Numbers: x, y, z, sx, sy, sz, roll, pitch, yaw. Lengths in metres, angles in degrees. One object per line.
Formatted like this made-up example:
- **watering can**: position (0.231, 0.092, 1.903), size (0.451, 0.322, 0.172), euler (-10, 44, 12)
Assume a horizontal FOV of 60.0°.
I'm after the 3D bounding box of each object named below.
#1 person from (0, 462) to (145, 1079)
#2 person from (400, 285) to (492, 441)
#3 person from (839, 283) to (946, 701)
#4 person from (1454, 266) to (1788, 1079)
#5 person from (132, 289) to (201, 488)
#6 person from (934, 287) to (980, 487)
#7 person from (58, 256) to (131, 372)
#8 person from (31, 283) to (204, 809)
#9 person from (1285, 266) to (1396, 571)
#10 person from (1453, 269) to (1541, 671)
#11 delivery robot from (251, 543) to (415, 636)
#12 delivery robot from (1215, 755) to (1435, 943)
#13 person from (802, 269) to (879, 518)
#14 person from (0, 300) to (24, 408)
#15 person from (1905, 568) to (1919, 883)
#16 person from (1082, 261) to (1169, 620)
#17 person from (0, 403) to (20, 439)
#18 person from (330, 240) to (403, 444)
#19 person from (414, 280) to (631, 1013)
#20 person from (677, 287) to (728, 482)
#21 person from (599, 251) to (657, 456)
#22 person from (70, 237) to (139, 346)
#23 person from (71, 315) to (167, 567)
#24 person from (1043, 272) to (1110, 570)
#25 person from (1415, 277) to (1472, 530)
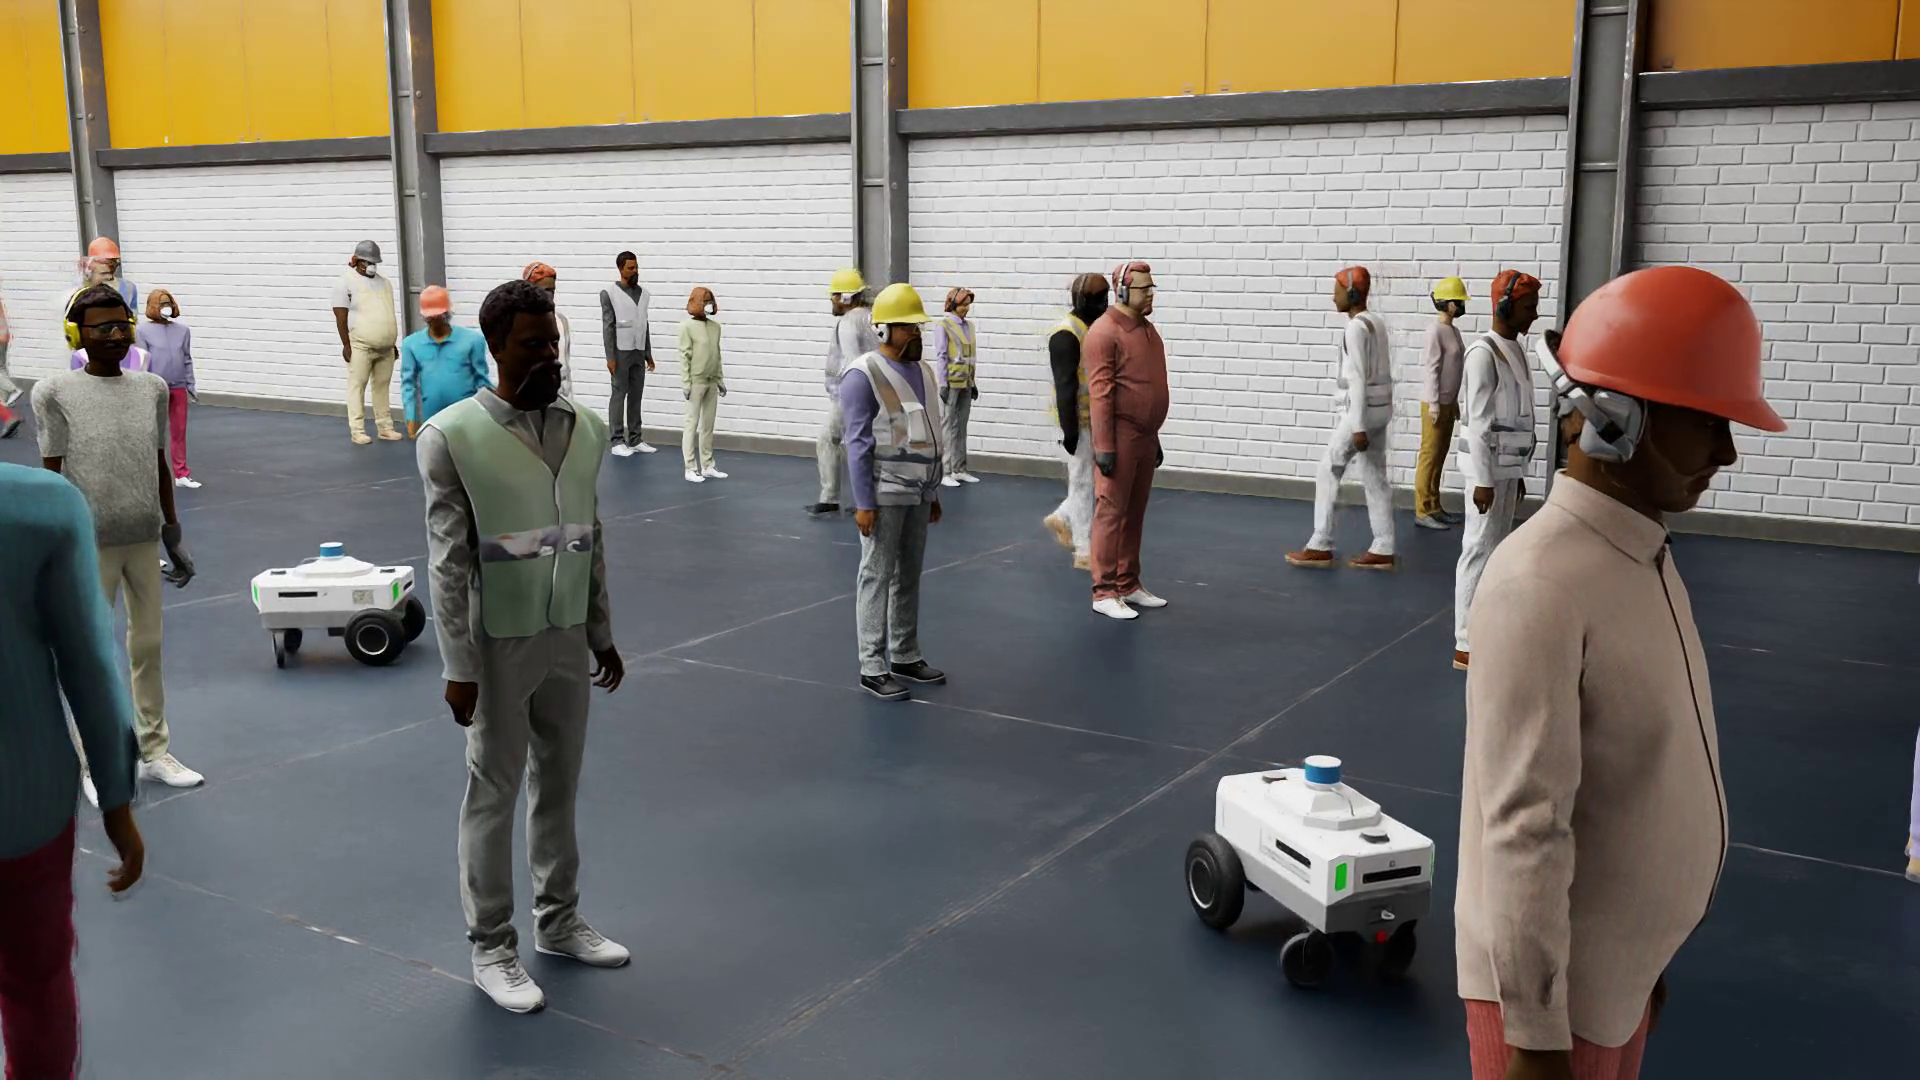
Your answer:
- **person**: position (-1.949, 0.493, 3.178), size (0.640, 1.934, 1.031), euler (-7, 12, -35)
- **person**: position (-3.443, -0.837, 11.133), size (0.574, 1.719, 0.725), euler (-1, 10, -3)
- **person**: position (-0.271, -0.219, 7.423), size (0.403, 1.833, 0.586), euler (6, 12, 32)
- **person**: position (0.900, 0.613, 2.384), size (0.388, 1.987, 0.608), euler (6, 12, 32)
- **person**: position (-6.422, -1.211, 13.470), size (0.283, 1.633, 0.497), euler (6, 12, 32)
- **person**: position (-0.030, -1.266, 13.758), size (0.308, 1.640, 0.511), euler (6, 12, 32)
- **person**: position (-7.577, -1.554, 14.693), size (0.412, 1.884, 0.646), euler (2, 10, 10)
- **person**: position (-3.030, 0.019, 6.000), size (0.329, 1.872, 0.510), euler (6, 12, 32)
- **person**: position (2.371, -0.743, 10.249), size (0.791, 1.854, 0.595), euler (6, 12, 30)
- **person**: position (2.528, -0.317, 7.817), size (0.356, 1.887, 0.573), euler (6, 12, 32)
- **delivery robot**: position (-3.035, 0.256, 8.069), size (0.707, 0.478, 0.477), euler (-1, 10, -4)
- **delivery robot**: position (1.026, 0.858, 4.733), size (0.477, 0.478, 0.707), euler (-4, 11, -20)
- **person**: position (-0.879, -1.048, 12.062), size (0.691, 1.808, 0.627), euler (2, 11, 13)
- **person**: position (-11.569, -2.375, 19.941), size (0.376, 1.626, 0.509), euler (-3, 11, -17)
- **person**: position (3.190, 0.177, 5.194), size (0.346, 1.846, 0.505), euler (6, 12, 32)
- **person**: position (0.926, -0.541, 9.001), size (0.409, 1.909, 0.639), euler (6, 12, 32)
- **person**: position (-10.037, -1.849, 16.753), size (0.859, 1.735, 0.532), euler (-2, 10, -12)
- **person**: position (-5.887, -1.993, 16.673), size (0.537, 2.000, 0.678), euler (6, 12, 32)
- **person**: position (-1.165, 0.269, 4.479), size (0.393, 1.919, 0.589), euler (6, 12, 32)
- **person**: position (-2.168, -1.312, 14.032), size (0.283, 1.633, 0.497), euler (6, 12, 32)
- **person**: position (-3.141, -1.762, 15.736), size (0.393, 1.919, 0.589), euler (6, 12, 32)
- **person**: position (-7.678, -1.703, 15.061), size (0.375, 2.044, 0.605), euler (6, 12, 32)
- **person**: position (-5.134, -0.616, 10.158), size (0.308, 1.640, 0.511), euler (6, 12, 32)
- **person**: position (0.750, -0.723, 10.228), size (0.510, 1.833, 0.645), euler (6, 12, 32)
- **person**: position (3.409, -0.961, 11.721), size (0.312, 1.768, 0.522), euler (6, 12, 32)
